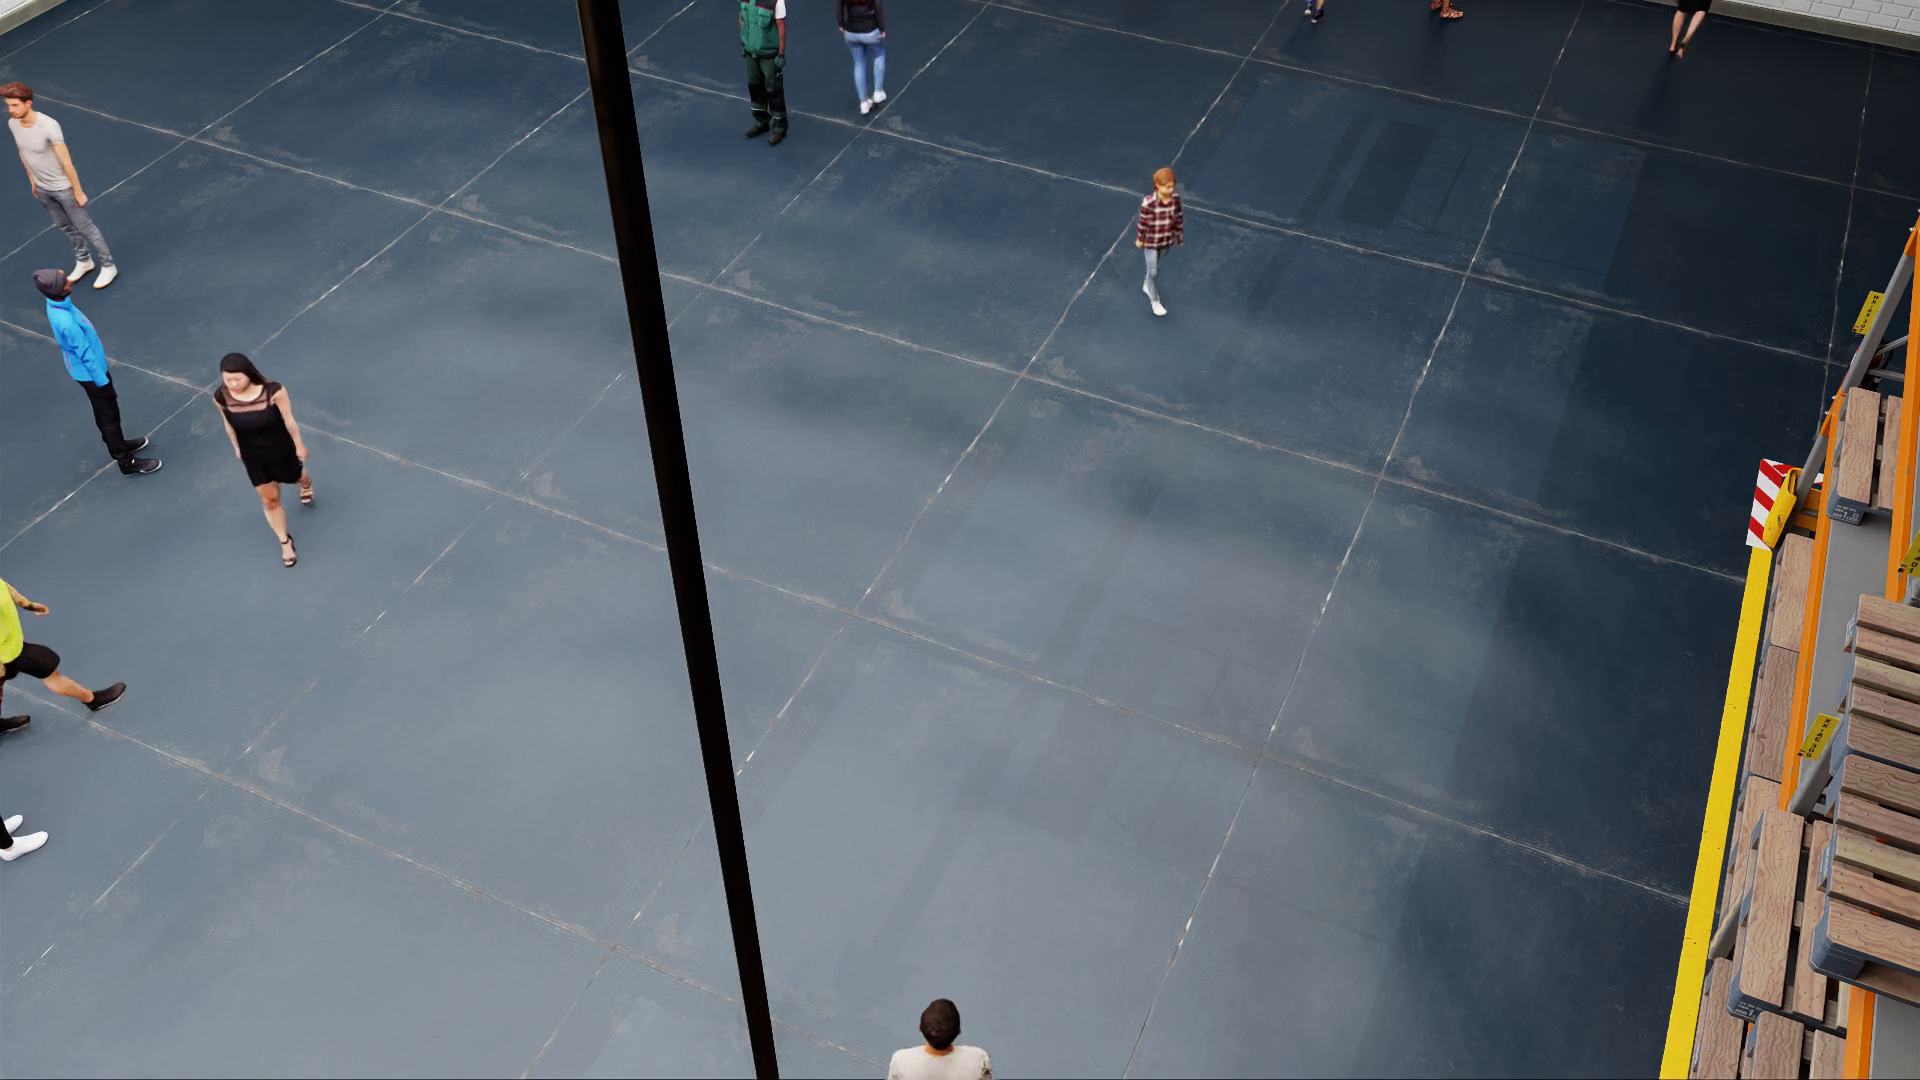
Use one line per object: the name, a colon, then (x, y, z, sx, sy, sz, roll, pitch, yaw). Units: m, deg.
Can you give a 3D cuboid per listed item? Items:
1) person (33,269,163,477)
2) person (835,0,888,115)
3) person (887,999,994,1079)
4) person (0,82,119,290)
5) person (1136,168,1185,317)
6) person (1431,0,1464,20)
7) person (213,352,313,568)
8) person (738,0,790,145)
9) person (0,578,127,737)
person: (-6.421, -1.241, 12.256, 0.692, 1.794, 0.692, -28, 50, -26)
person: (-0.973, -4.927, 16.252, 0.742, 1.619, 0.742, 7, 44, 8)
person: (-0.083, 2.861, 7.947, 0.832, 1.797, 0.874, -6, 44, -6)
person: (-7.626, -3.018, 14.050, 0.672, 1.892, 0.576, 14, 45, 14)
person: (1.649, -2.583, 14.030, 0.800, 1.289, 0.847, -16, 46, -16)
person: (5.331, -6.448, 17.776, 0.727, 1.719, 0.647, -10, 45, -11)
person: (-4.852, -0.670, 11.737, 1.021, 1.683, 1.152, -7, 44, -8)
person: (-1.870, -4.675, 15.827, 0.705, 1.840, 0.635, 23, 48, 22)
person: (-6.057, 0.657, 10.363, 1.201, 1.656, 1.016, -24, 49, -24)
